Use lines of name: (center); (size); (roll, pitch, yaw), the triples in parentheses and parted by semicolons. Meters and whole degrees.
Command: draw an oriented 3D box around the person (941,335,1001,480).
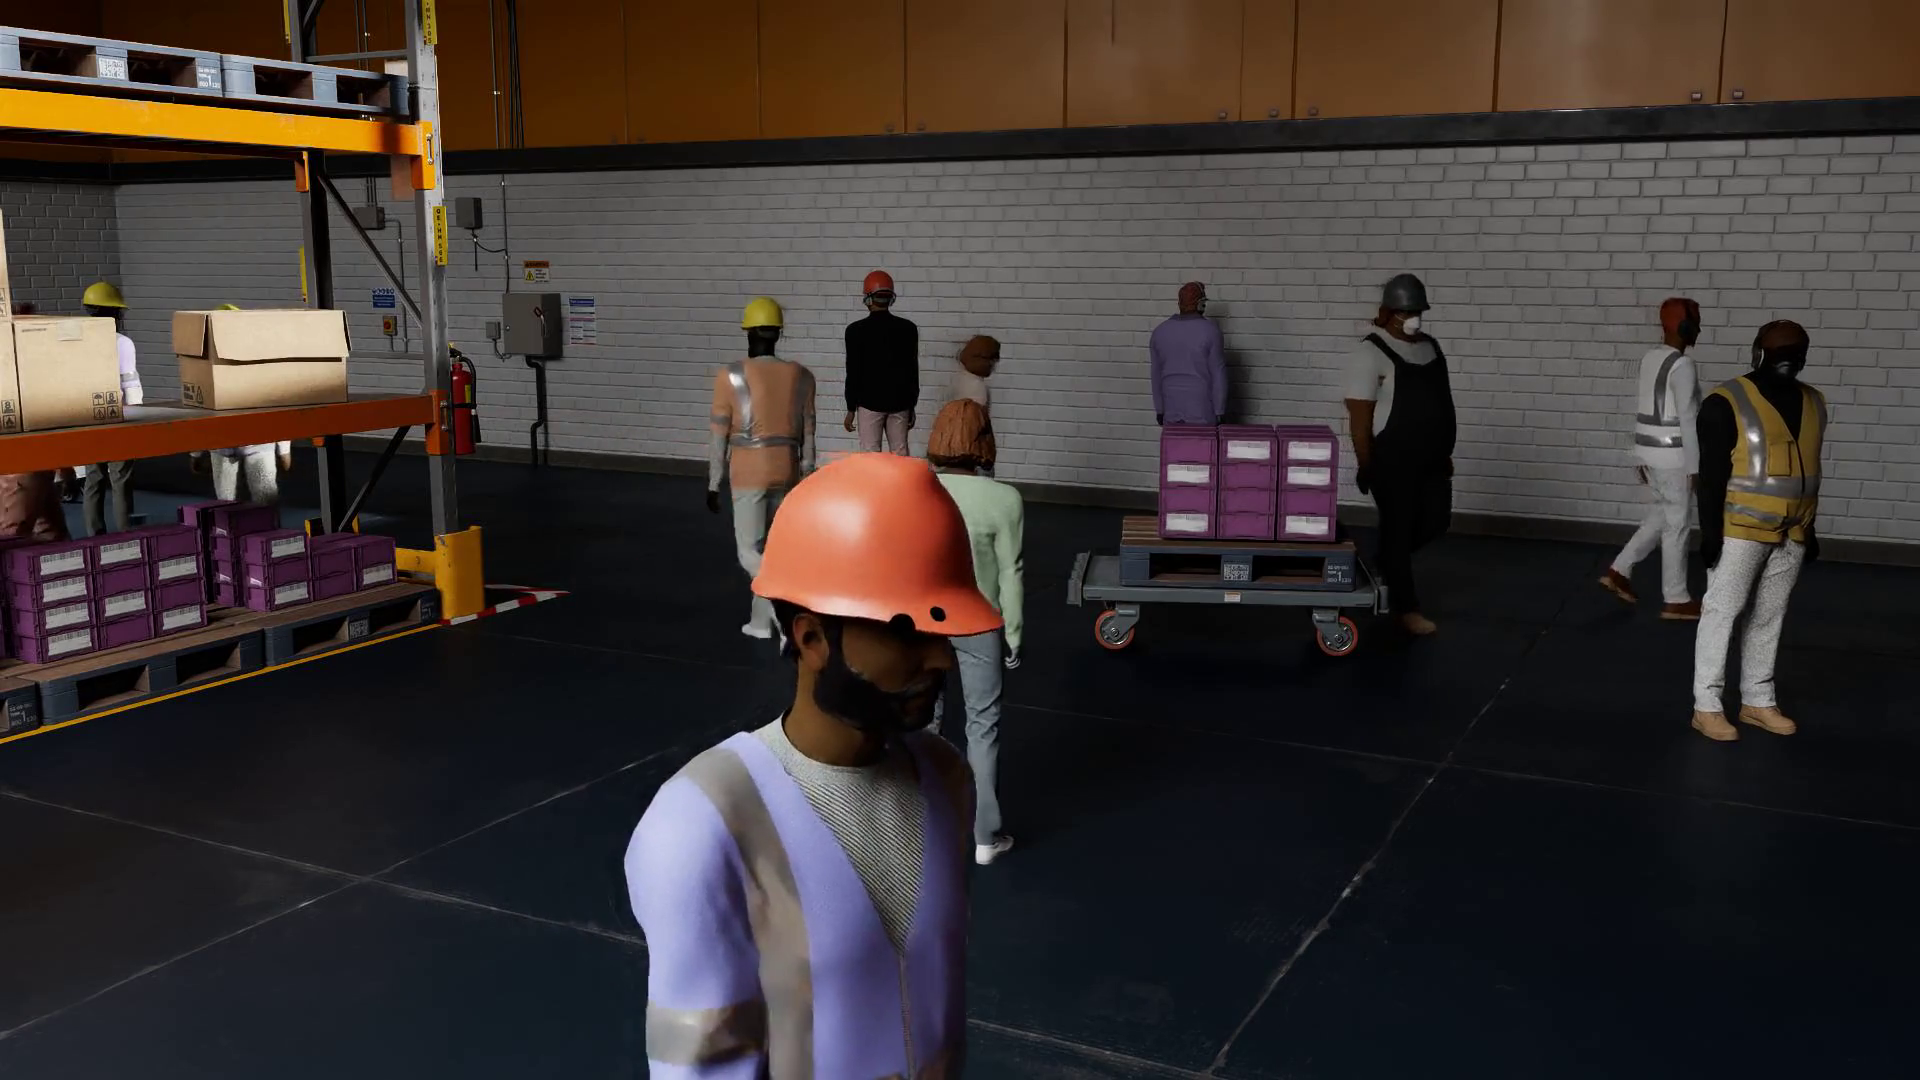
person: (0.034, -0.537, 10.855); (0.472, 1.592, 0.511); (-2, 10, -13)

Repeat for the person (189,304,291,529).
person: (-4.627, -0.607, 10.677); (0.620, 1.811, 0.440); (-1, 10, -4)

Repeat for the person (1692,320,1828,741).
person: (3.515, -0.040, 7.288); (0.630, 1.840, 0.429); (-3, 10, -17)

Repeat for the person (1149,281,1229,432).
person: (1.773, -1.017, 12.752); (0.641, 1.908, 0.409); (7, 12, 36)

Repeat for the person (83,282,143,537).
person: (-5.852, -0.799, 11.440); (0.592, 1.922, 0.378); (3, 10, 16)

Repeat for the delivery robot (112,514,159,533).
delivery robot: (-4.942, 0.086, 10.004); (0.477, 0.478, 0.707); (8, 12, 38)

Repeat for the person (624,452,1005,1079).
person: (-0.178, 0.831, 2.070); (0.916, 1.907, 0.557); (10, 14, 44)

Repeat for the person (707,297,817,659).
person: (-1.013, -0.337, 8.852); (0.595, 1.904, 0.831); (-7, 12, -34)

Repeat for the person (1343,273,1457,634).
person: (2.522, -0.517, 9.466); (0.711, 2.000, 0.702); (-6, 11, -31)

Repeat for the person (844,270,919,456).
person: (-0.595, -1.008, 12.442); (0.612, 1.994, 0.394); (-6, 11, -29)

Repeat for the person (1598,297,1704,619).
person: (4.123, -0.465, 9.638); (0.545, 1.874, 0.600); (0, 10, 2)

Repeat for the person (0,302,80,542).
person: (-5.320, -0.420, 9.456); (0.662, 1.861, 1.005); (7, 12, 37)

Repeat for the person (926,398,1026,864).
person: (-0.004, 0.319, 5.842); (0.497, 1.626, 0.287); (4, 11, 22)
